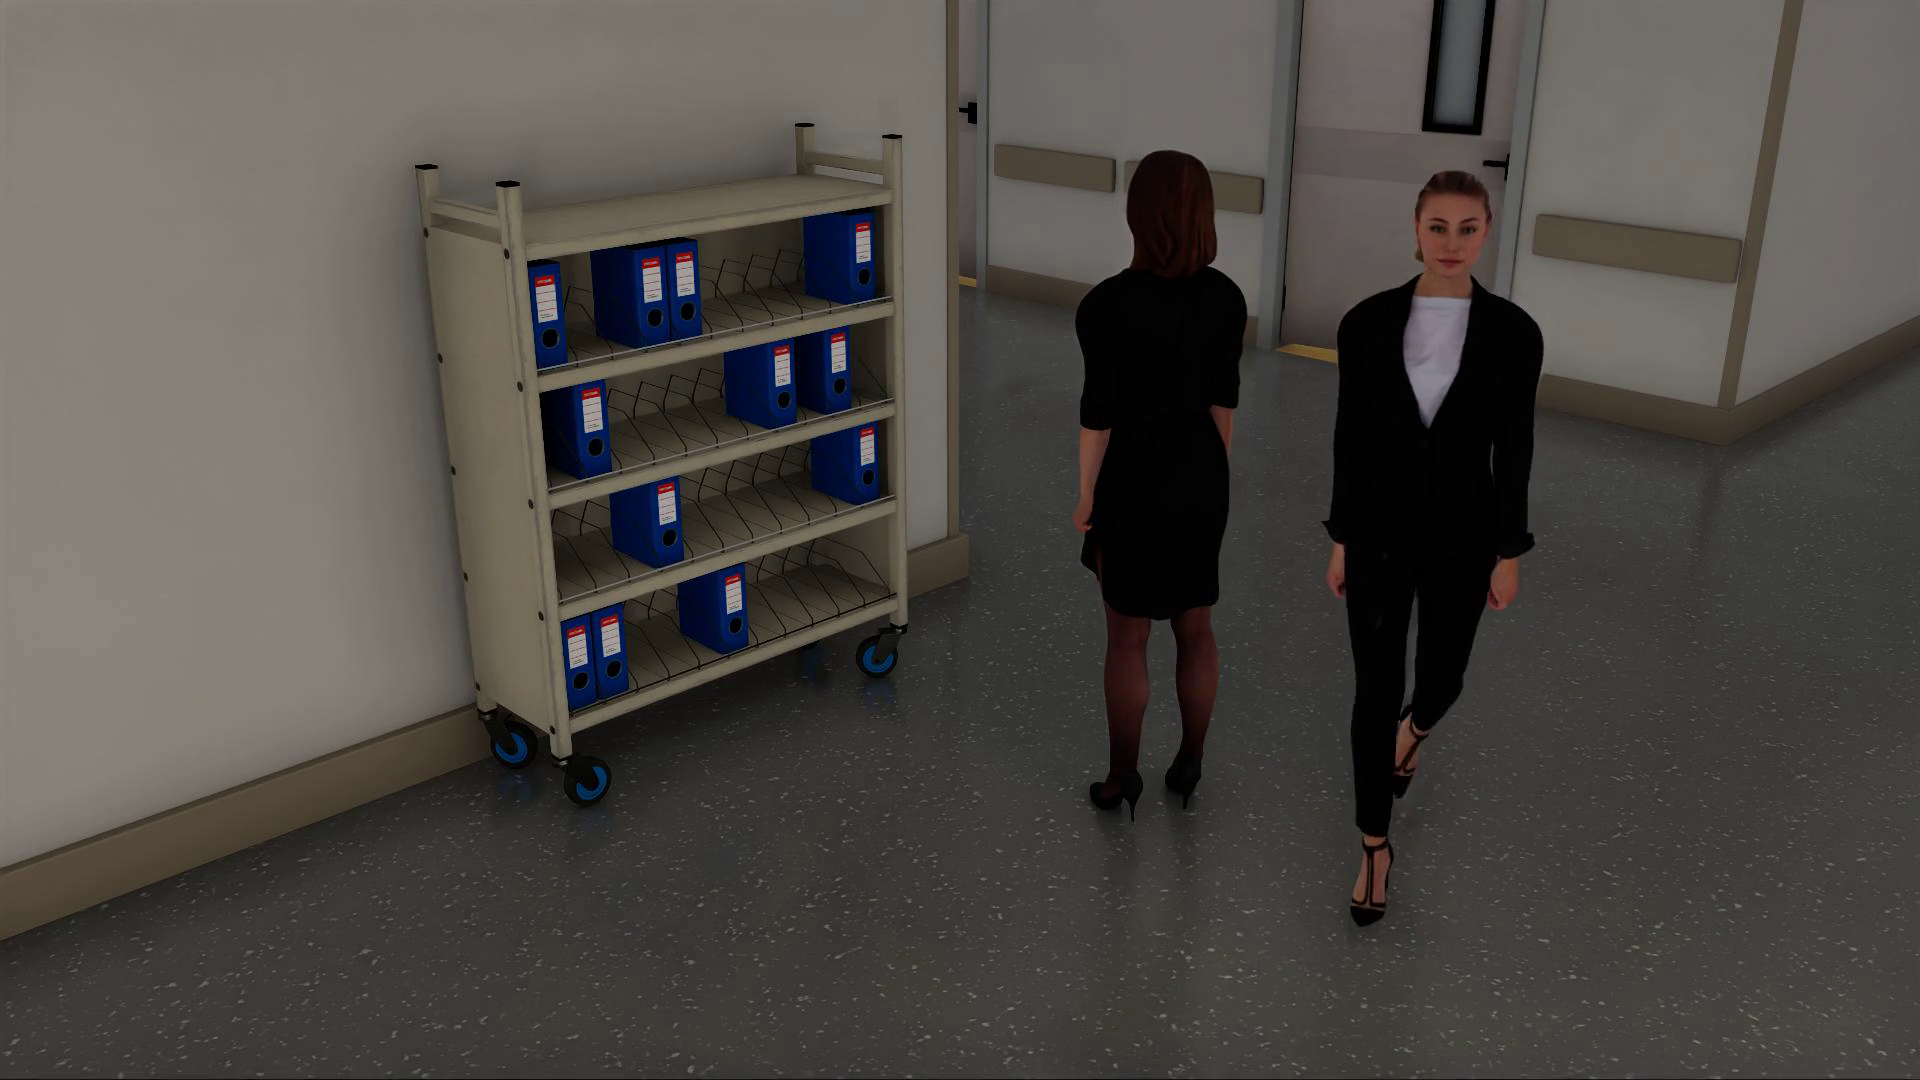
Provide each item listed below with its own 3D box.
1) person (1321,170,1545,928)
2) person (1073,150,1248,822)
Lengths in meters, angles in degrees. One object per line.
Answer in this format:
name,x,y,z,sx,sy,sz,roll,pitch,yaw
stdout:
person,1.067,0.010,3.847,0.910,1.683,1.080,5,21,13
person,0.495,-0.103,4.114,0.578,1.706,0.713,-7,22,-18
